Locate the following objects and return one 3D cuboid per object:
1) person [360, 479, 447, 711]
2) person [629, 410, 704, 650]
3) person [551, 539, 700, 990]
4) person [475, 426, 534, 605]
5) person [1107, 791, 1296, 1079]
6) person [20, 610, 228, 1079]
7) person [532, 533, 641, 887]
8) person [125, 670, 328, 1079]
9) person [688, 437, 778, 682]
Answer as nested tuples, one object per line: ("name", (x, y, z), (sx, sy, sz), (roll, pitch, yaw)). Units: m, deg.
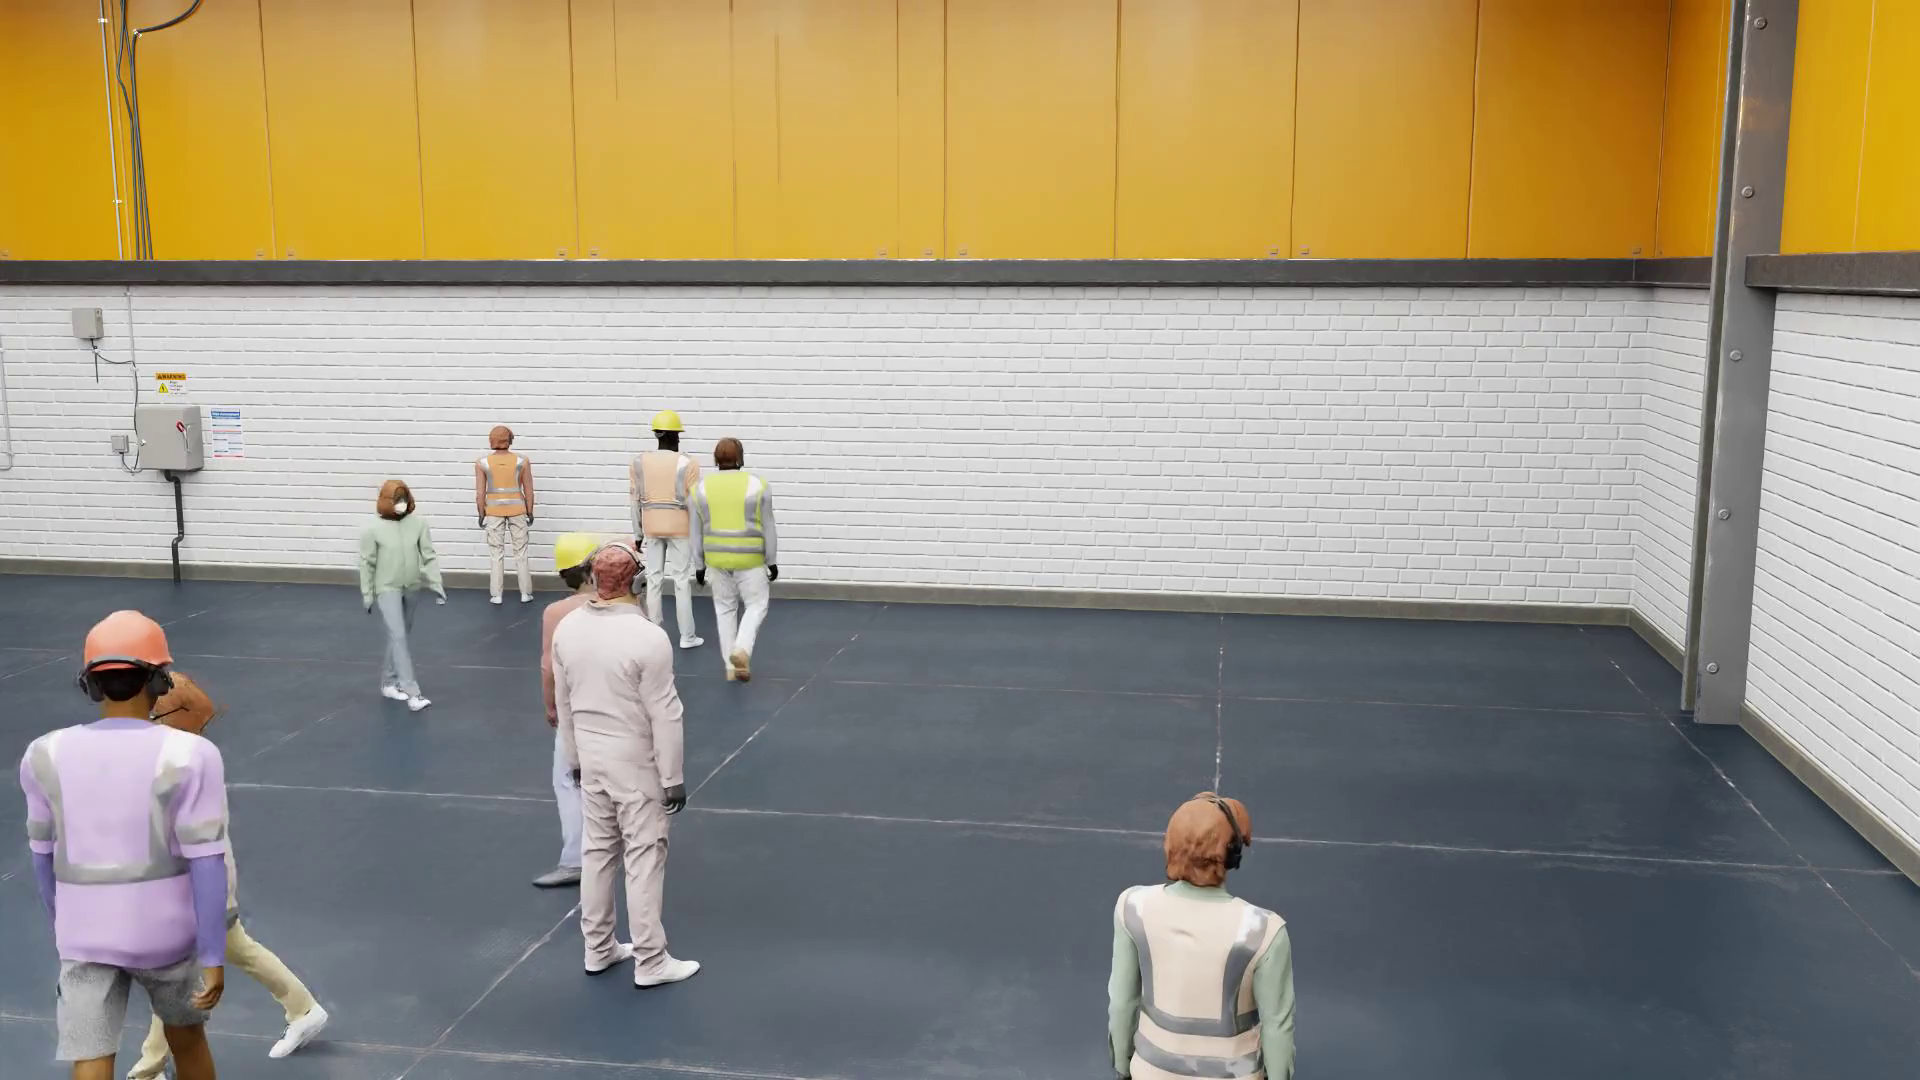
("person", (-3.831, 0.377, 11.519), (0.820, 1.592, 0.513), (8, 12, 40))
("person", (-2.341, -0.075, 13.318), (0.589, 1.923, 0.383), (2, 9, 9))
("person", (-1.407, 0.944, 7.069), (0.651, 1.913, 0.410), (6, 11, 33))
("person", (-4.123, -0.222, 15.101), (0.512, 1.639, 0.311), (-3, 10, -16))
("person", (0.650, 1.494, 4.522), (0.523, 1.636, 0.310), (5, 10, 27))
("person", (-2.569, 1.225, 5.171), (0.606, 1.979, 1.064), (-1, 9, -7))
("person", (-1.847, 0.830, 8.334), (0.798, 1.737, 0.378), (-8, 12, -41))
("person", (-2.794, 1.249, 6.185), (0.830, 1.601, 0.503), (-6, 11, -34))
("person", (-1.664, 0.160, 12.166), (0.647, 1.827, 0.568), (1, 9, 7))
